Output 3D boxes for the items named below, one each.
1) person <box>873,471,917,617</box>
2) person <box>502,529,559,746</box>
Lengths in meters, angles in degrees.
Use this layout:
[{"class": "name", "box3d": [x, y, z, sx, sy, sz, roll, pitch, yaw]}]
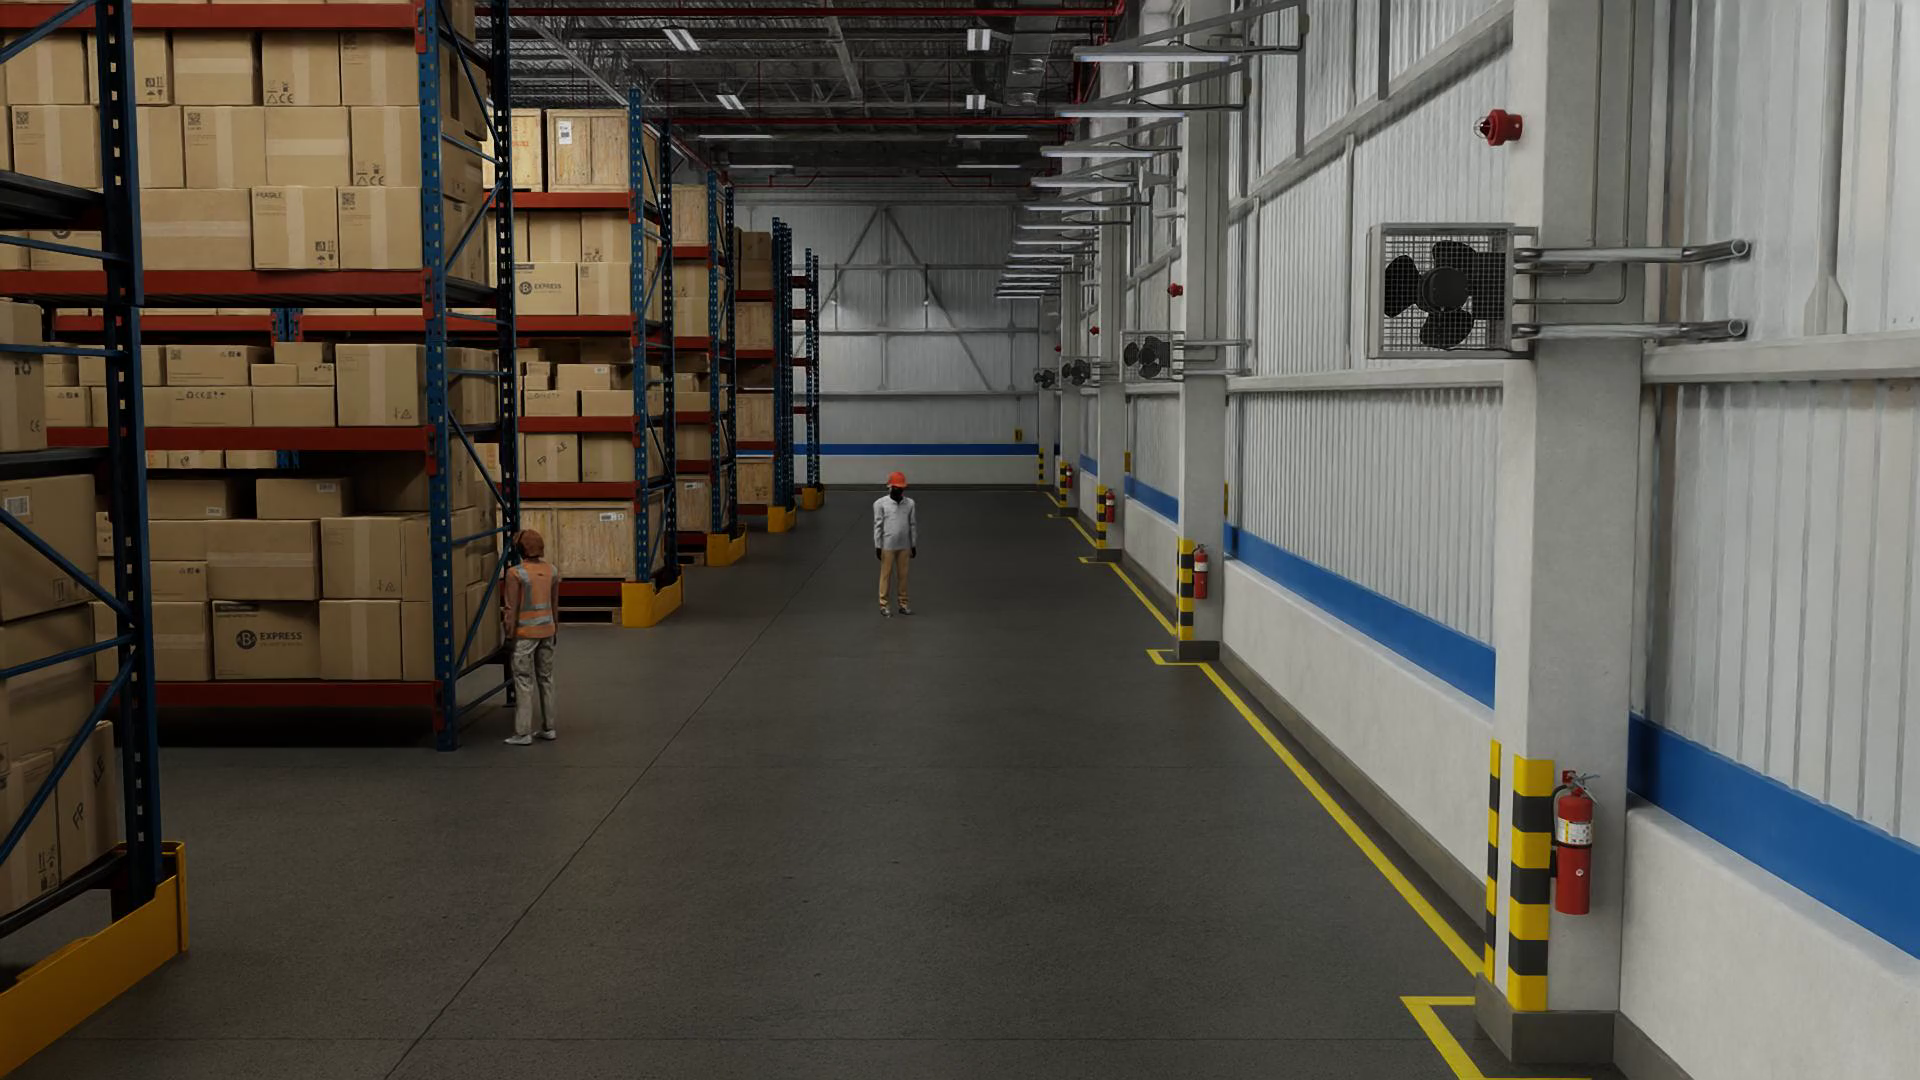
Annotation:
[{"class": "person", "box3d": [-0.761, 0.049, 19.883, 0.568, 1.744, 0.351, -3, 6, -30]}, {"class": "person", "box3d": [-3.235, 0.732, 12.587, 0.317, 1.631, 0.523, 3, 6, 31]}]
